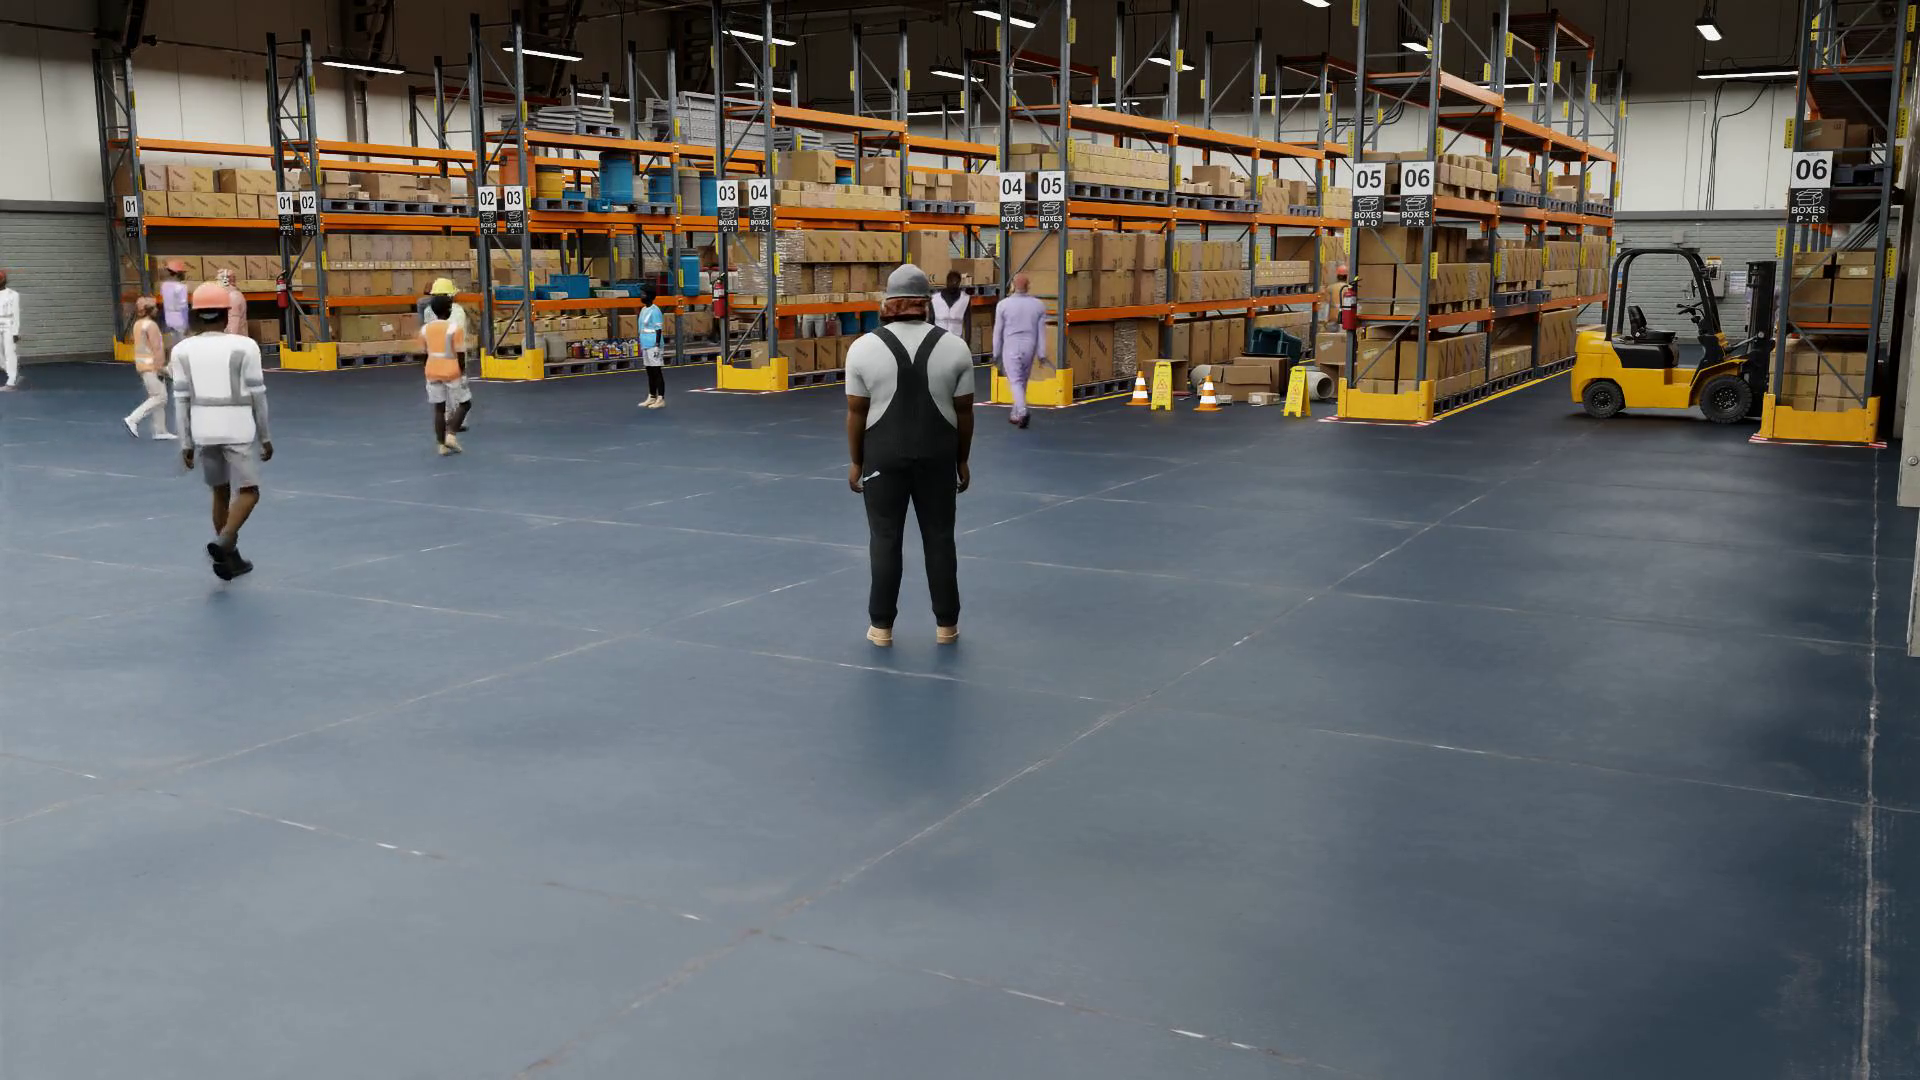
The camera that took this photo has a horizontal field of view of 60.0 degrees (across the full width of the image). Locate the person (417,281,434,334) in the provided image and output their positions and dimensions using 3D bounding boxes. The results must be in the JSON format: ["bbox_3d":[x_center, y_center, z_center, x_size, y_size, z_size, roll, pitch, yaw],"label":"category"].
[{"bbox_3d":[-9.262,-3.719,29.213,0.507,1.629,0.275,-3,10,-17],"label":"person"}]

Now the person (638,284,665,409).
[{"bbox_3d":[-4.210,-2.627,22.670,0.320,1.680,0.537,-6,11,-32],"label":"person"}]

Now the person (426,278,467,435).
[{"bbox_3d":[-5.943,-2.112,19.269,0.462,1.817,0.601,-9,13,-43],"label":"person"}]

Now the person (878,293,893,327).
[{"bbox_3d":[-1.035,-3.392,26.925,0.511,1.760,1.048,6,11,31],"label":"person"}]

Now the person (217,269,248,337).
[{"bbox_3d":[-9.400,-2.534,21.467,0.399,1.909,0.642,-3,10,-17],"label":"person"}]

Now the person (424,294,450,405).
[{"bbox_3d":[-6.858,-2.556,22.107,0.493,1.729,0.364,-1,10,-6],"label":"person"}]

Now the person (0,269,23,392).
[{"bbox_3d":[-14.633,-3.199,25.454,0.611,1.873,0.409,3,10,19],"label":"person"}]

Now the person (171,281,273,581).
[{"bbox_3d":[-4.686,-0.671,10.529,0.553,1.923,0.726,0,10,-2],"label":"person"}]

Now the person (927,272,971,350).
[{"bbox_3d":[-0.154,-2.816,23.306,0.629,1.852,1.012,-1,10,-4],"label":"person"}]

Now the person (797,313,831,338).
[{"bbox_3d":[-2.590,-3.922,29.543,0.626,1.931,0.376,0,10,-1],"label":"person"}]

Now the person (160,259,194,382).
[{"bbox_3d":[-12.501,-3.451,26.499,0.606,2.028,0.560,6,11,30],"label":"person"}]

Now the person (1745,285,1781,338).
[{"bbox_3d":[13.916,-3.792,28.817,0.582,1.918,0.392,5,11,27],"label":"person"}]

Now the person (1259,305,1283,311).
[{"bbox_3d":[6.857,-5.004,36.798,0.528,1.617,0.751,6,12,33],"label":"person"}]

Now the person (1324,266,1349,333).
[{"bbox_3d":[6.957,-4.038,30.352,0.574,1.881,0.999,4,10,22],"label":"person"}]

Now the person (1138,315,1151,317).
[{"bbox_3d":[3.257,-3.987,29.987,0.575,1.894,0.964,5,11,29],"label":"person"}]

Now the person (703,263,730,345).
[{"bbox_3d":[-5.728,-5.572,39.244,0.629,1.908,1.021,5,11,25],"label":"person"}]

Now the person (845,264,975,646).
[{"bbox_3d":[-0.278,-0.457,8.916,0.688,2.000,0.536,-1,10,-8],"label":"person"}]

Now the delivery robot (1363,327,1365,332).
[{"bbox_3d":[9.217,-4.673,37.669,0.707,0.478,0.477,2,10,12],"label":"delivery robot"}]

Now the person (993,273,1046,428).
[{"bbox_3d":[0.728,-2.301,20.199,0.649,1.873,0.897,-3,10,-19],"label":"person"}]

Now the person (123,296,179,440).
[{"bbox_3d":[-9.098,-1.909,18.612,0.531,1.625,0.526,-9,13,-41],"label":"person"}]

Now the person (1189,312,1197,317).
[{"bbox_3d":[5.500,-5.498,38.652,0.625,1.964,0.622,0,10,2],"label":"person"}]

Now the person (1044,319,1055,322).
[{"bbox_3d":[1.408,-3.744,28.341,0.624,1.987,1.059,6,12,33],"label":"person"}]

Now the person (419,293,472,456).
[{"bbox_3d":[-5.316,-1.701,17.207,0.551,1.685,0.366,3,10,18],"label":"person"}]
